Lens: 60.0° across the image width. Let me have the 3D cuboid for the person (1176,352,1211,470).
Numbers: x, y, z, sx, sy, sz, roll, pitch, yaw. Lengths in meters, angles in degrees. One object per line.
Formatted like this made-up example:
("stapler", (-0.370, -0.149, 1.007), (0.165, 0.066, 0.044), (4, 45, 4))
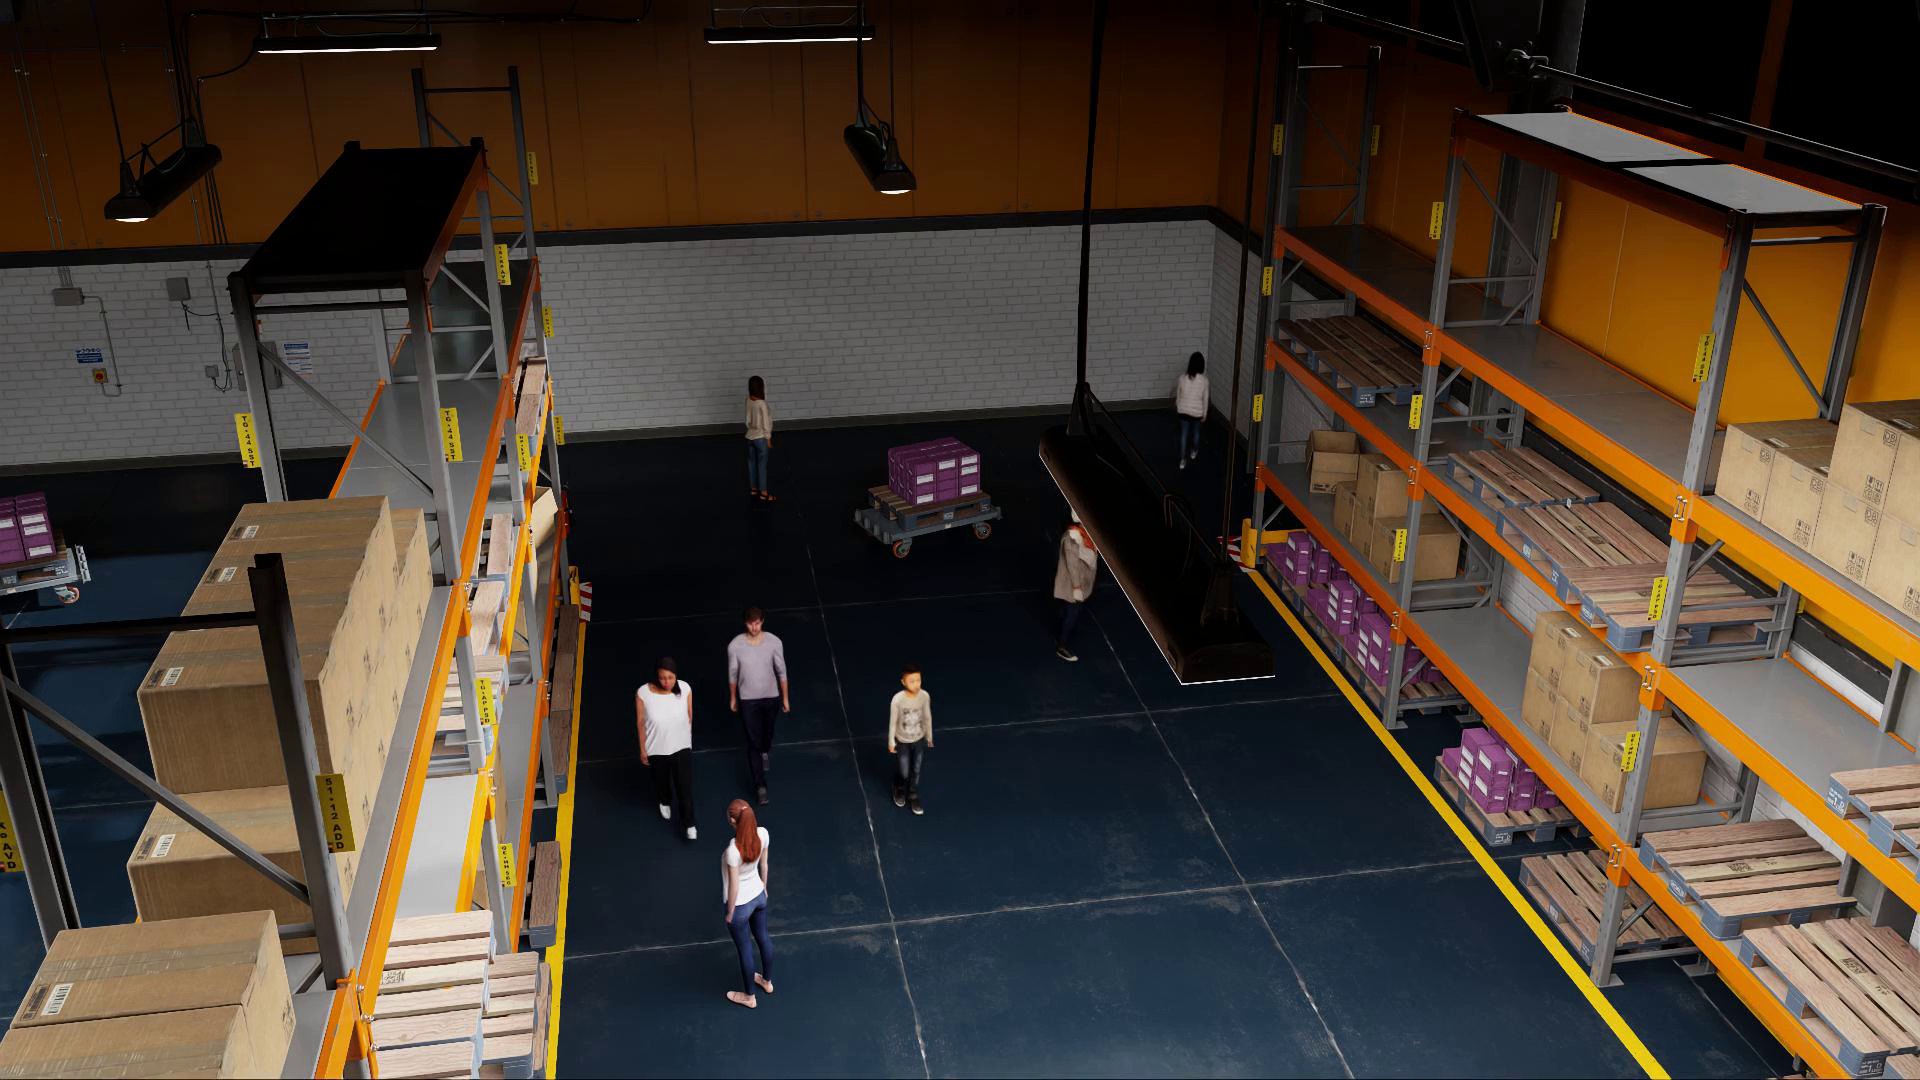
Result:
("person", (3.131, -1.733, 22.656), (0.860, 1.601, 1.140), (5, 24, 11))

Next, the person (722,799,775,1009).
("person", (-1.575, 2.688, 12.369), (0.706, 1.740, 0.650), (17, 29, 33))

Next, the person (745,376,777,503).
("person", (-2.633, -1.321, 21.614), (0.758, 1.680, 0.651), (-19, 30, -37))

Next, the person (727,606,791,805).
("person", (-1.841, 1.412, 15.222), (0.730, 1.792, 1.164), (-6, 24, -13))

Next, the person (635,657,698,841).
("person", (-2.580, 1.763, 14.597), (0.691, 1.650, 1.068), (-6, 24, -13))

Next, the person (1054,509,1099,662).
("person", (1.155, 0.344, 17.556), (1.050, 1.879, 0.791), (-1, 24, -2))

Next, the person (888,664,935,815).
("person", (-0.479, 1.748, 14.875), (0.649, 1.455, 0.680), (-11, 26, -24))
